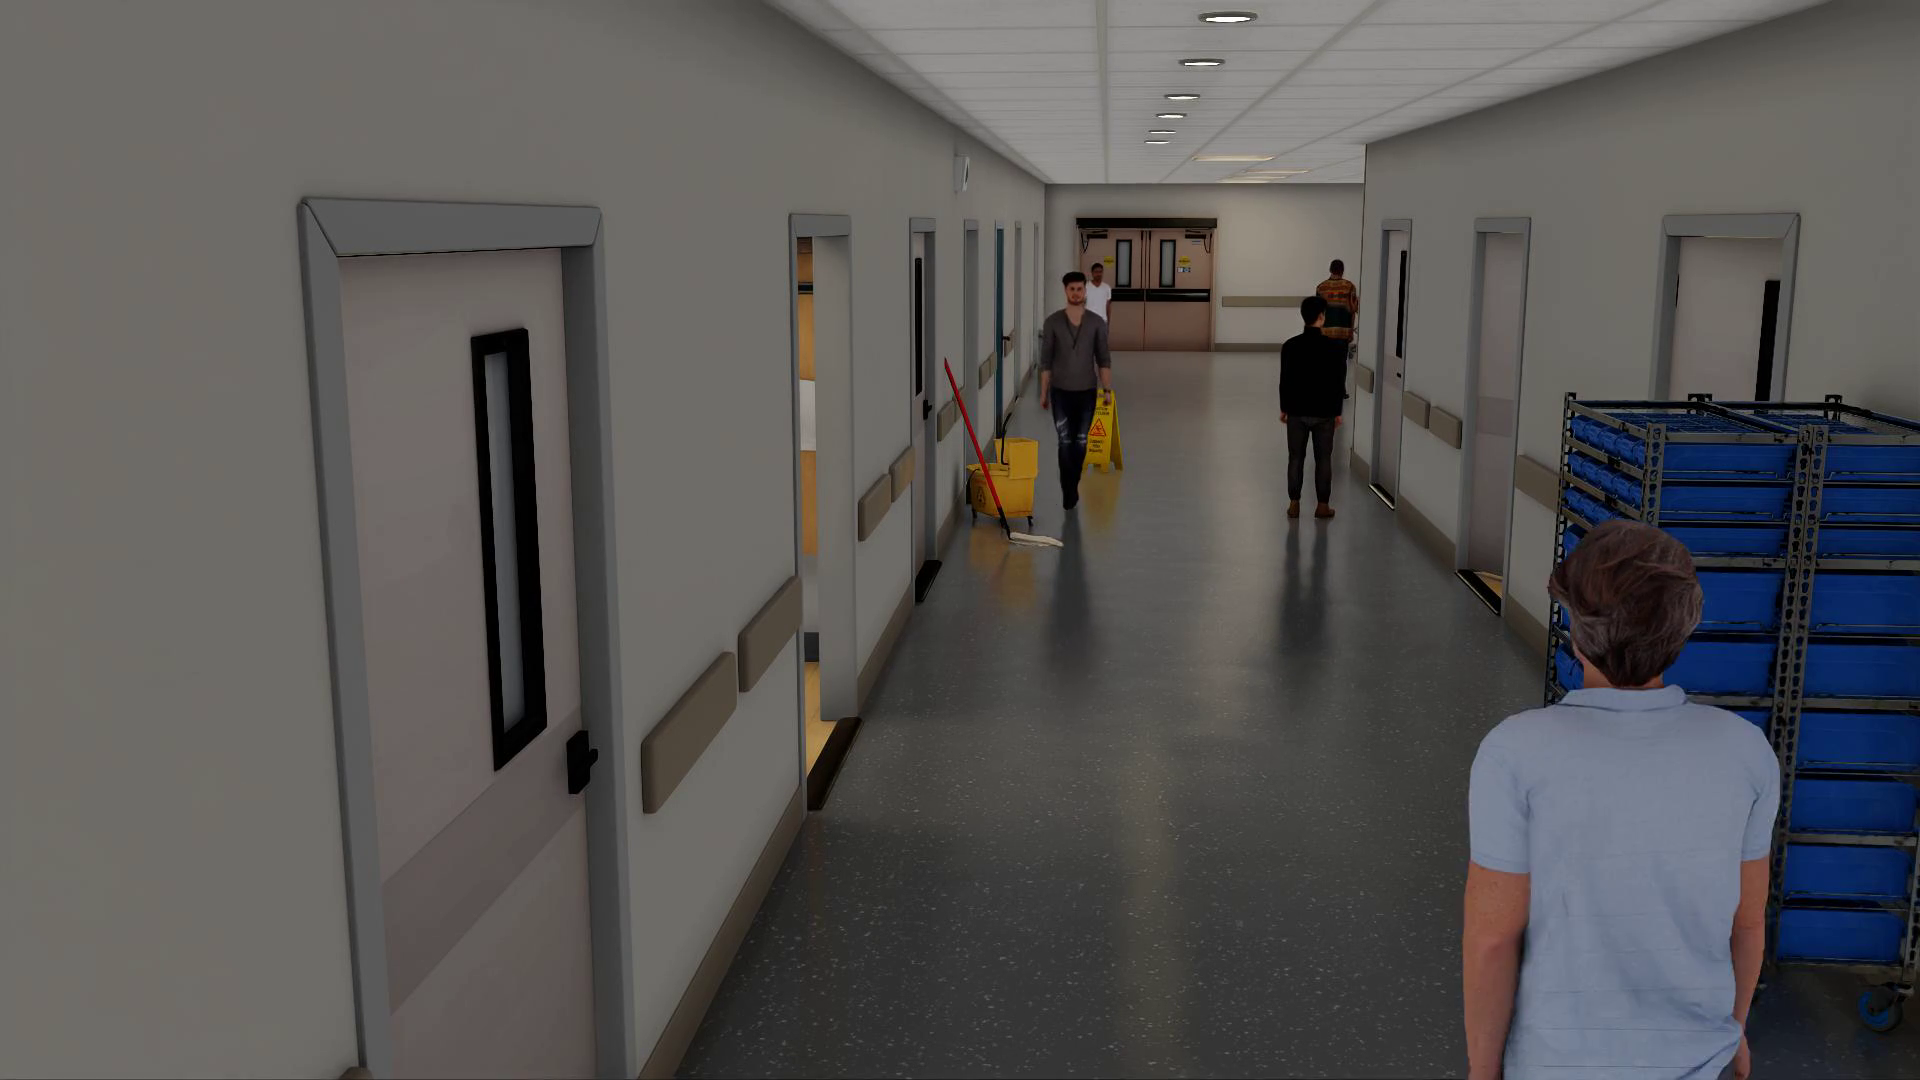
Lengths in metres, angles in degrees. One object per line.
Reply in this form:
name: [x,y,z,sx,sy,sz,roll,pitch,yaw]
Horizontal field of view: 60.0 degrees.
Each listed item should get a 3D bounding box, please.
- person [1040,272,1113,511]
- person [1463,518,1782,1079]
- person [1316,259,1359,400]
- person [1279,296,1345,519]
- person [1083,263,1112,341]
person: [0.916,-1.179,13.389,0.825,1.856,1.224,-1,11,-3]
person: [1.033,0.902,2.575,0.720,1.799,1.172,2,11,10]
person: [4.876,-2.736,21.612,0.745,1.808,0.720,3,11,16]
person: [2.742,-1.035,12.984,0.704,1.723,0.643,4,12,21]
person: [1.924,-3.108,23.956,0.725,1.705,0.938,0,11,-3]
